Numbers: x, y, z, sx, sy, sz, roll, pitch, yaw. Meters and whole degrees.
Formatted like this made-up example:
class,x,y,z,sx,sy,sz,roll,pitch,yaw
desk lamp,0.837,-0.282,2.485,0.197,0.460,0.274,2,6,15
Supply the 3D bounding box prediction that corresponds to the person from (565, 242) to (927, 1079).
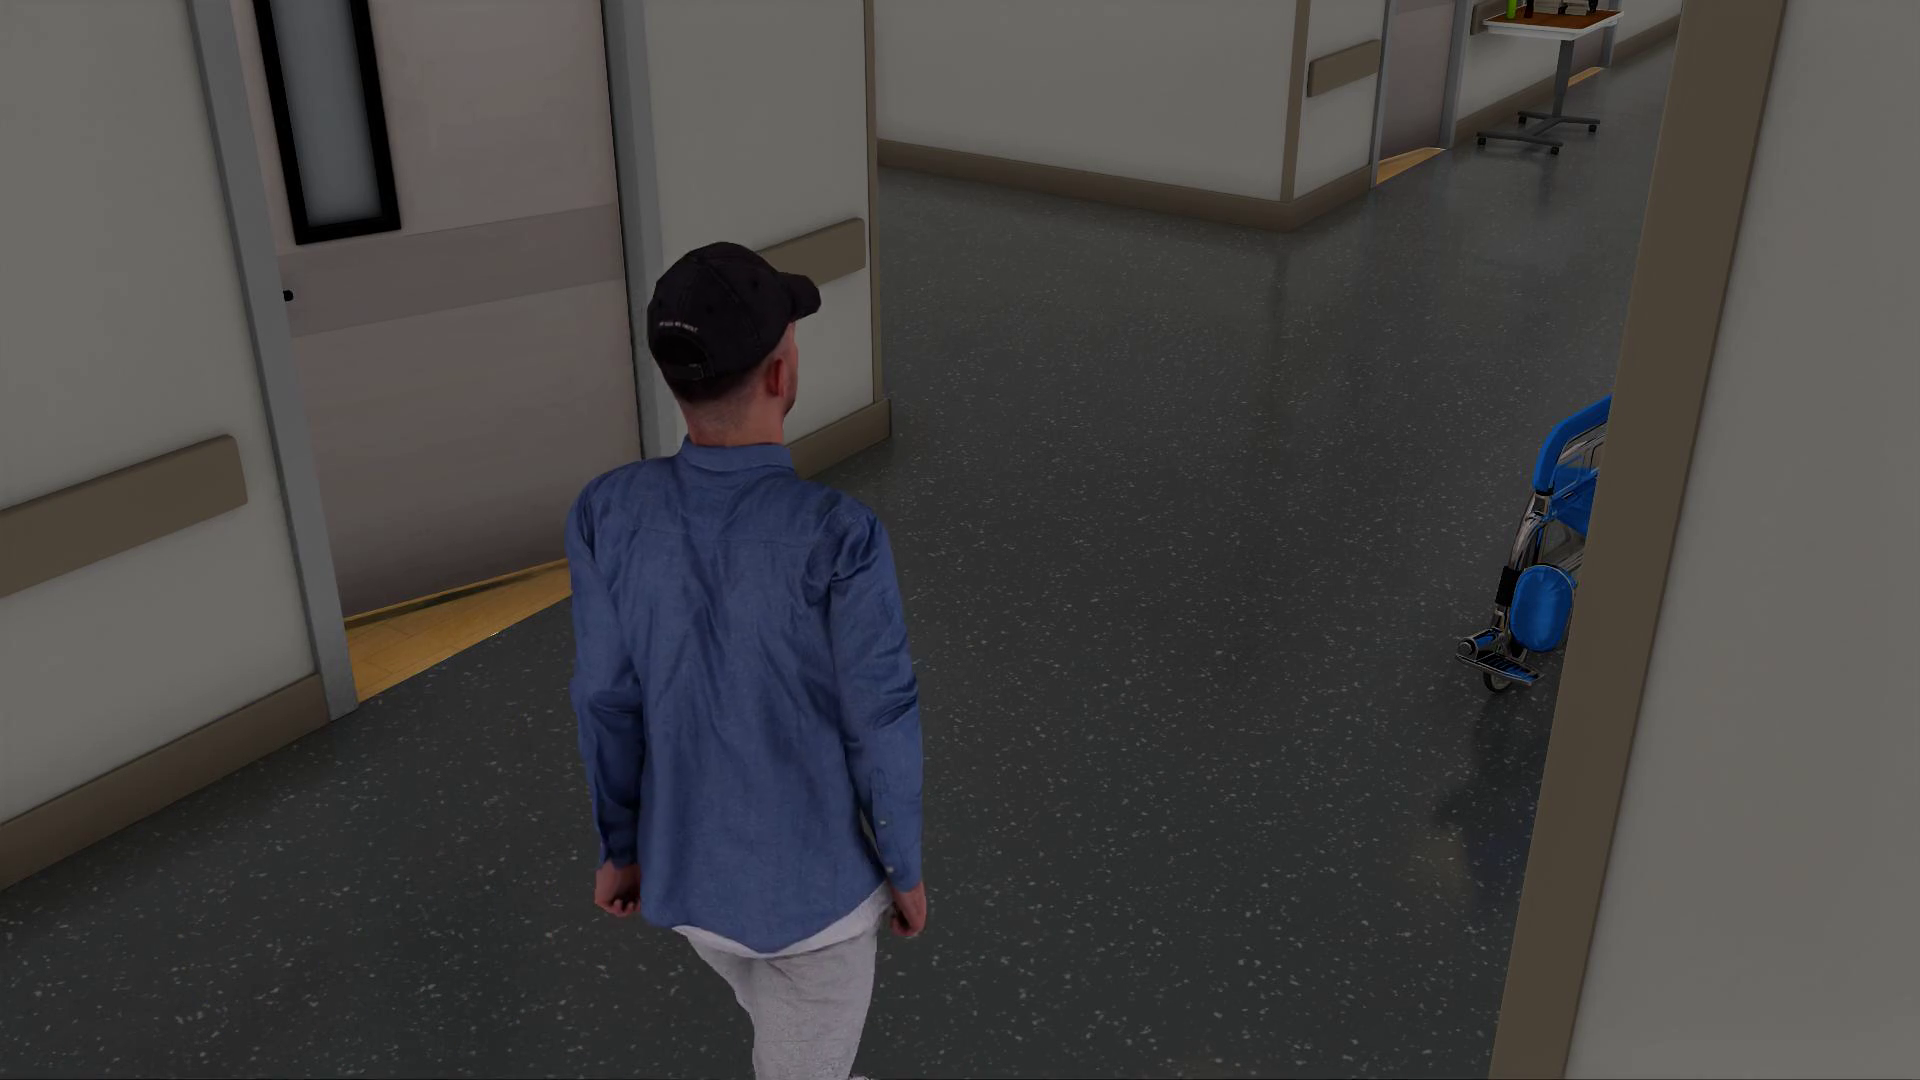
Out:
class,x,y,z,sx,sy,sz,roll,pitch,yaw
person,-0.325,0.519,2.457,0.863,1.868,1.223,10,27,19
